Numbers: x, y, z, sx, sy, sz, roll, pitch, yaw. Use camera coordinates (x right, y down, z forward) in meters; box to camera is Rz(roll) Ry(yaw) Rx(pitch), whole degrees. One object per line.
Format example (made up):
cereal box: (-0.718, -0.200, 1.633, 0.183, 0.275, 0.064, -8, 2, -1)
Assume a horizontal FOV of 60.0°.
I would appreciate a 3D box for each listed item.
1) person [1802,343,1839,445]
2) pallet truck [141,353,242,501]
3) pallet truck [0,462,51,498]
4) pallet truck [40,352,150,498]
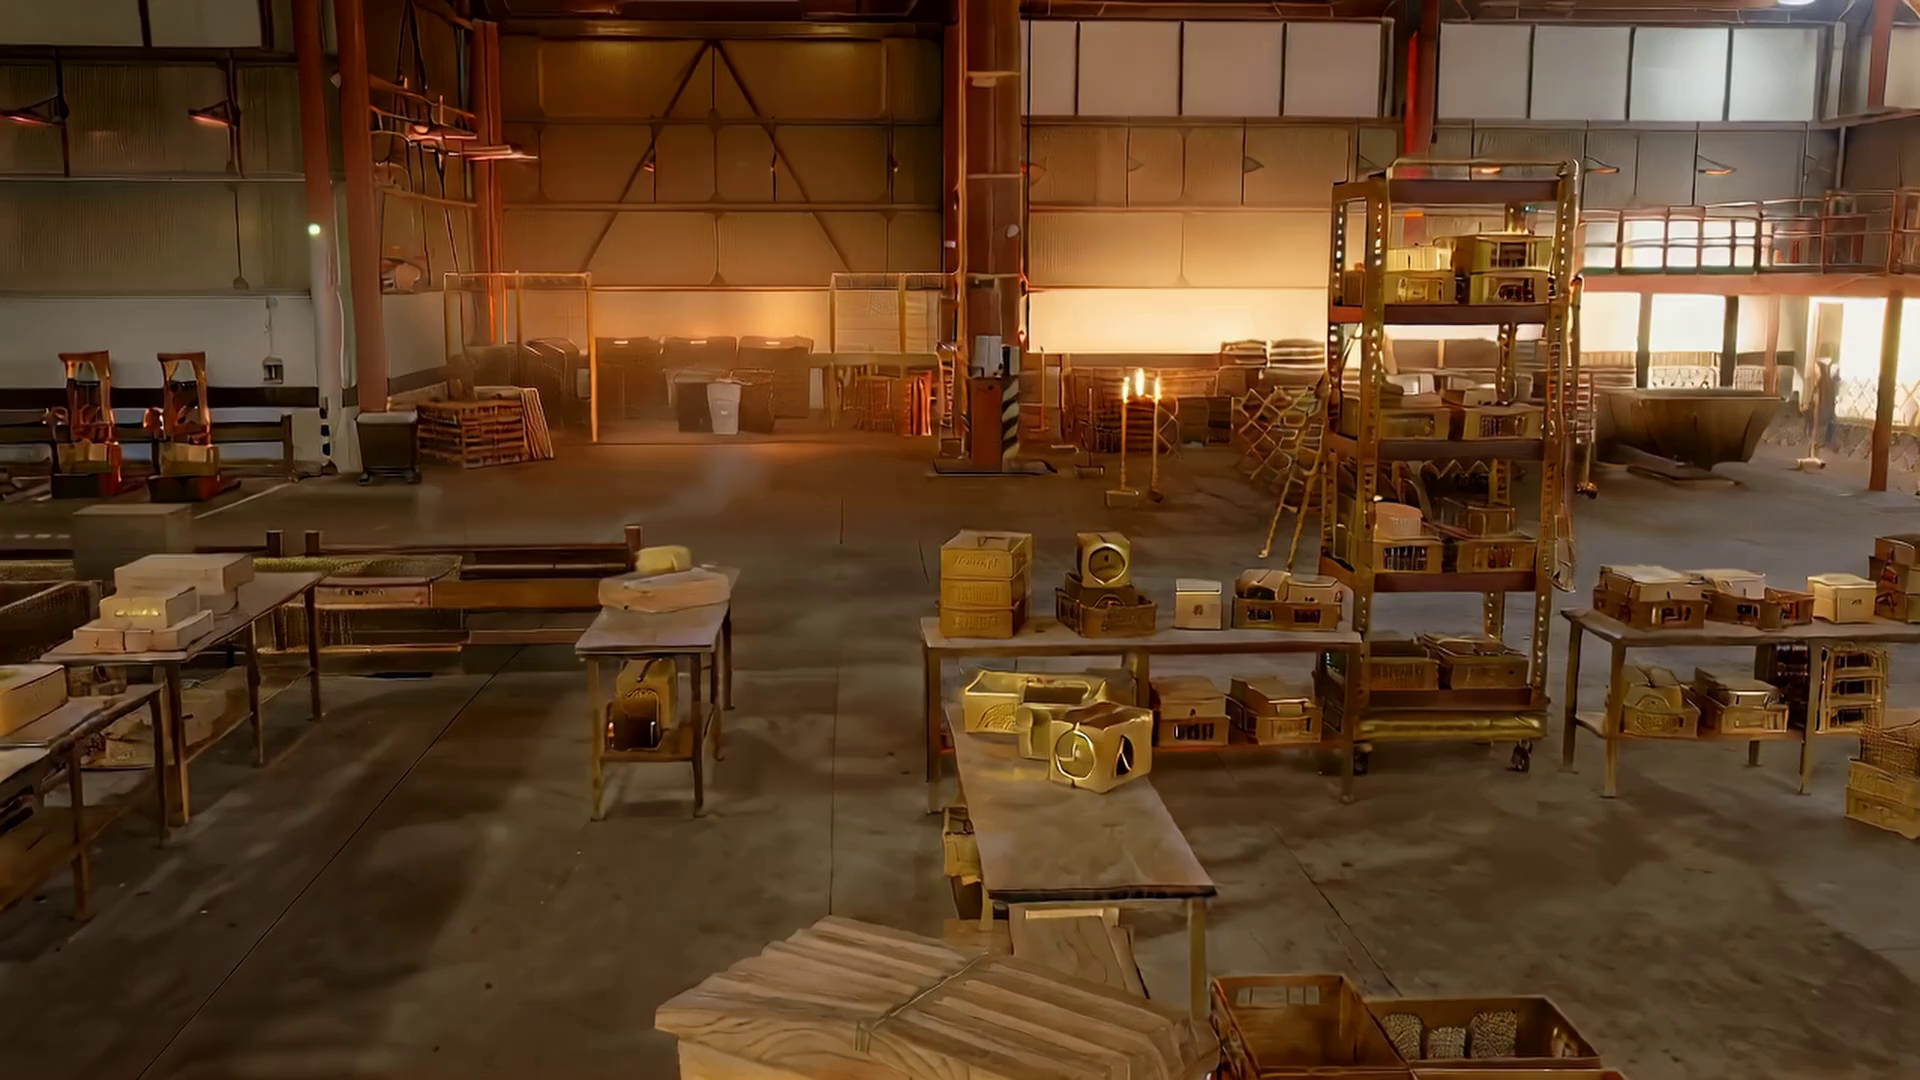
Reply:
person: (15.440, -2.622, 29.858, 0.514, 1.818, 0.705, 1, 9, 8)
pallet truck: (-10.520, -1.604, 22.925, 0.823, 1.965, 1.885, -1, 9, -6)
pallet truck: (-13.193, -1.293, 23.148, 0.653, 1.274, 1.630, -1, 9, -4)
pallet truck: (-11.907, -1.642, 23.165, 0.823, 1.965, 1.885, 0, 9, 0)
